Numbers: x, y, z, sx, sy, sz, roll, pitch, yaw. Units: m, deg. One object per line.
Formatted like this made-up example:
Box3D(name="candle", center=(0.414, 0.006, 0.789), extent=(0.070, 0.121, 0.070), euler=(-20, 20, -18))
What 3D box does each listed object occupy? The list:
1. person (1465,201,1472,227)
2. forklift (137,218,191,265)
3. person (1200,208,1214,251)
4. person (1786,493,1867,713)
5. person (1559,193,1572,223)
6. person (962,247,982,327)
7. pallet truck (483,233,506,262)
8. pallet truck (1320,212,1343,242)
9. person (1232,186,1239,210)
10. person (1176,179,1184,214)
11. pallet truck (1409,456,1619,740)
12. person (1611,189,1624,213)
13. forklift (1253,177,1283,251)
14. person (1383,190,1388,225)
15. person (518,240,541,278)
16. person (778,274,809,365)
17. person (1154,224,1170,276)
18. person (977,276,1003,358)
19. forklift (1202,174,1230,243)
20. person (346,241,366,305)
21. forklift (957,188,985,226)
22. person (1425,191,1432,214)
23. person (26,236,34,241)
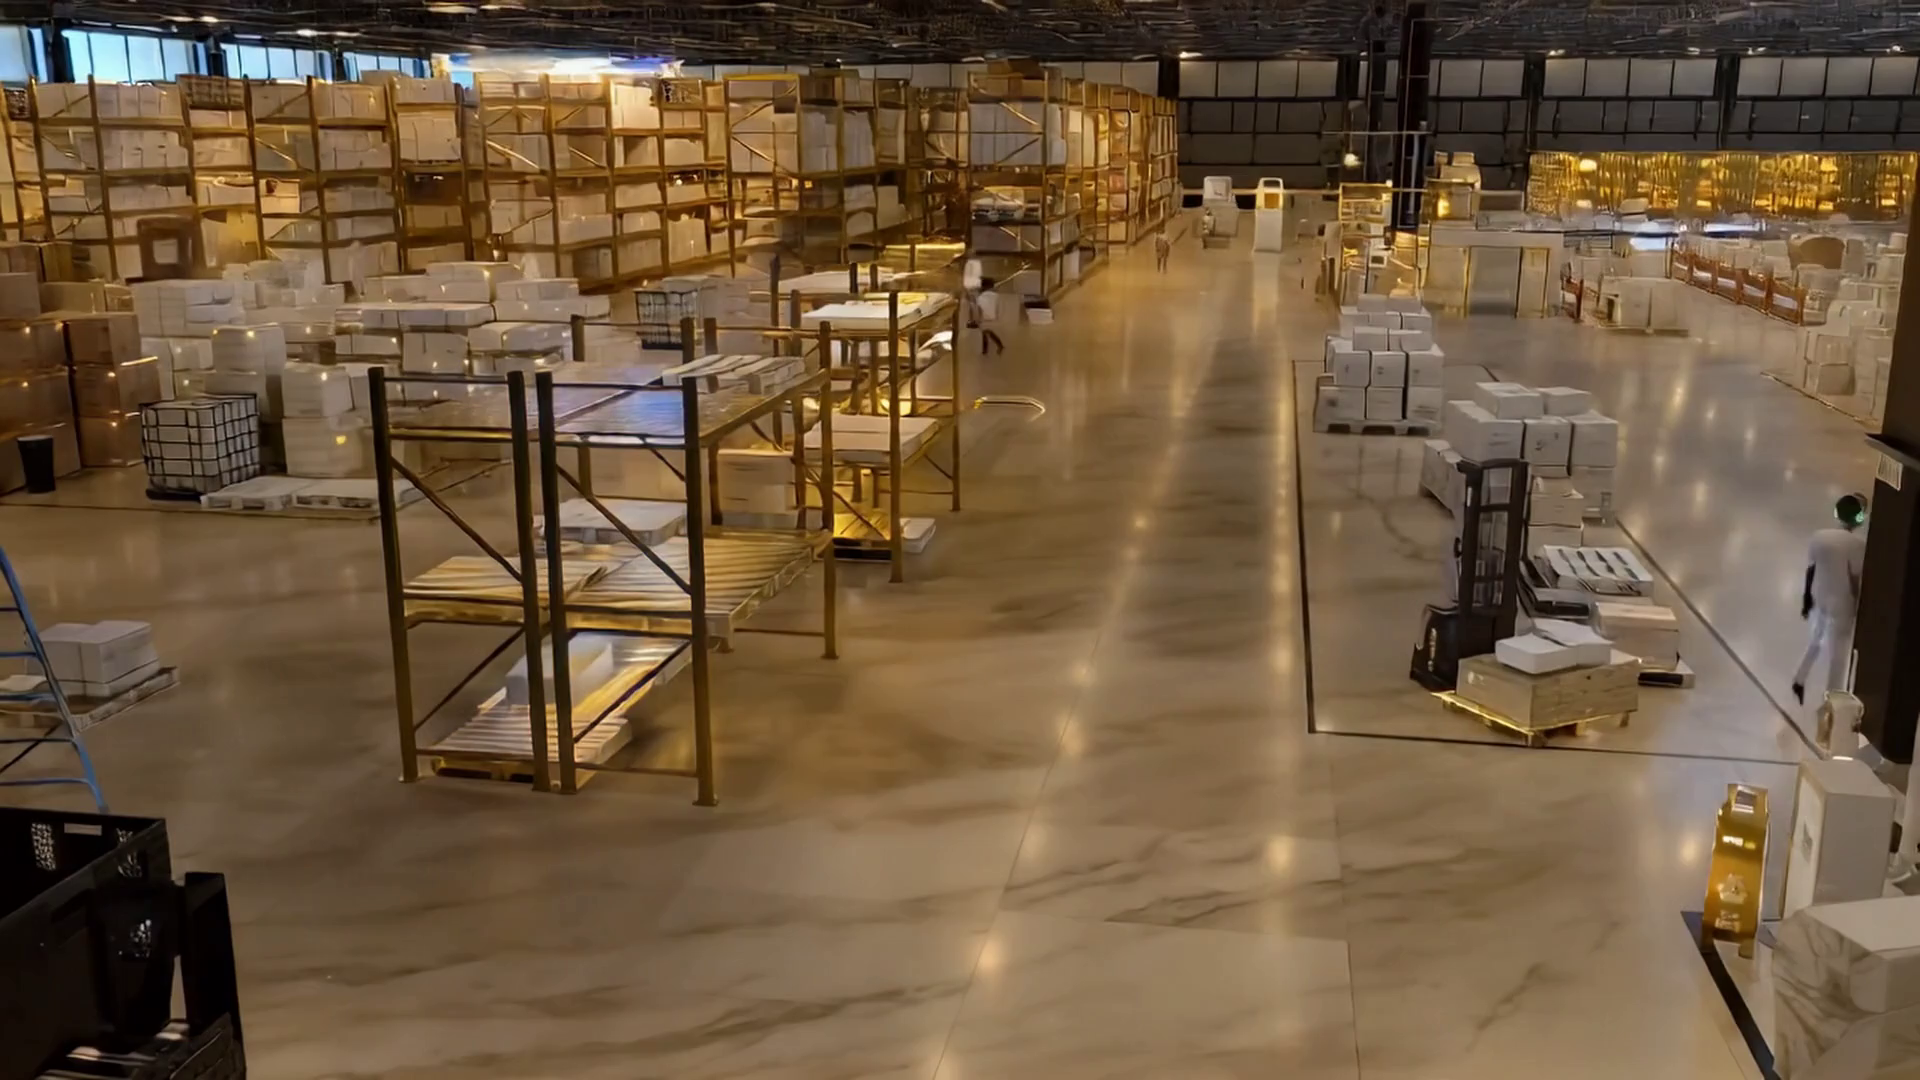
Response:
Box3D(name="person", center=(19.987, -12.424, 65.621), extent=(0.551, 1.925, 0.614), euler=(-1, 14, -6))
Box3D(name="forklift", center=(-16.508, -5.308, 34.754), extent=(1.129, 2.768, 1.873), euler=(-9, 16, -32))
Box3D(name="person", center=(9.653, -12.118, 64.901), extent=(0.552, 1.669, 0.732), euler=(3, 14, 12))
Box3D(name="person", center=(6.879, 0.535, 13.152), extent=(0.581, 1.850, 0.533), euler=(-10, 17, -34))
Box3D(name="person", center=(26.994, -14.489, 74.086), extent=(0.531, 1.877, 0.672), euler=(13, 19, 42))
Box3D(name="person", center=(0.255, -6.047, 39.778), extent=(0.565, 1.895, 0.675), euler=(9, 16, 32))
Box3D(name="pallet truck", center=(-11.832, -7.026, 43.548), extent=(1.885, 1.965, 0.823), euler=(8, 16, 28))
Box3D(name="pallet truck", center=(15.874, -13.227, 70.310), extent=(0.680, 1.201, 1.601), euler=(10, 17, 35))
Box3D(name="person", center=(14.646, -17.995, 88.630), extent=(0.417, 1.726, 0.497), euler=(11, 17, 37))
Box3D(name="person", center=(12.363, -19.248, 93.289), extent=(0.549, 1.936, 0.376), euler=(11, 18, 39))
Box3D(name="pallet truck", center=(4.504, 0.400, 13.395), extent=(0.823, 1.965, 1.885), euler=(-6, 15, -23))
Box3D(name="person", center=(34.755, -17.847, 87.910), extent=(0.412, 1.786, 0.632), euler=(-13, 19, -43))
Box3D(name="forklift", center=(12.083, -12.747, 64.956), extent=(1.129, 2.768, 1.873), euler=(3, 14, 10))
Box3D(name="person", center=(20.905, -16.285, 81.638), extent=(0.339, 1.752, 0.564), euler=(8, 16, 29))
Box3D(name="person", center=(-10.850, -6.585, 41.931), extent=(0.994, 1.920, 0.619), euler=(9, 16, 31))
Box3D(name="person", center=(-3.345, -4.325, 32.862), extent=(0.590, 1.868, 1.024), euler=(13, 19, 42))
Box3D(name="person", center=(6.566, -9.430, 53.996), extent=(0.533, 1.662, 0.824), euler=(3, 14, 13))
Box3D(name="person", center=(0.600, -4.583, 34.254), extent=(0.471, 1.683, 0.549), euler=(9, 17, 34))
Box3D(name="forklift", center=(10.787, -13.889, 69.595), extent=(1.129, 2.768, 1.873), euler=(3, 14, 10))
Box3D(name="person", center=(-15.308, -6.627, 42.134), extent=(0.582, 1.895, 0.655), euler=(1, 14, 5))
Box3D(name="forklift", center=(0.402, -9.826, 53.097), extent=(1.129, 2.768, 1.873), euler=(3, 14, 10))
Box3D(name="person", center=(22.600, -15.873, 79.851), extent=(0.810, 1.813, 0.571), euler=(-2, 14, -8))
Box3D(name="person", center=(-26.890, -7.994, 48.221), extent=(0.314, 1.636, 0.515), euler=(12, 18, 39))
